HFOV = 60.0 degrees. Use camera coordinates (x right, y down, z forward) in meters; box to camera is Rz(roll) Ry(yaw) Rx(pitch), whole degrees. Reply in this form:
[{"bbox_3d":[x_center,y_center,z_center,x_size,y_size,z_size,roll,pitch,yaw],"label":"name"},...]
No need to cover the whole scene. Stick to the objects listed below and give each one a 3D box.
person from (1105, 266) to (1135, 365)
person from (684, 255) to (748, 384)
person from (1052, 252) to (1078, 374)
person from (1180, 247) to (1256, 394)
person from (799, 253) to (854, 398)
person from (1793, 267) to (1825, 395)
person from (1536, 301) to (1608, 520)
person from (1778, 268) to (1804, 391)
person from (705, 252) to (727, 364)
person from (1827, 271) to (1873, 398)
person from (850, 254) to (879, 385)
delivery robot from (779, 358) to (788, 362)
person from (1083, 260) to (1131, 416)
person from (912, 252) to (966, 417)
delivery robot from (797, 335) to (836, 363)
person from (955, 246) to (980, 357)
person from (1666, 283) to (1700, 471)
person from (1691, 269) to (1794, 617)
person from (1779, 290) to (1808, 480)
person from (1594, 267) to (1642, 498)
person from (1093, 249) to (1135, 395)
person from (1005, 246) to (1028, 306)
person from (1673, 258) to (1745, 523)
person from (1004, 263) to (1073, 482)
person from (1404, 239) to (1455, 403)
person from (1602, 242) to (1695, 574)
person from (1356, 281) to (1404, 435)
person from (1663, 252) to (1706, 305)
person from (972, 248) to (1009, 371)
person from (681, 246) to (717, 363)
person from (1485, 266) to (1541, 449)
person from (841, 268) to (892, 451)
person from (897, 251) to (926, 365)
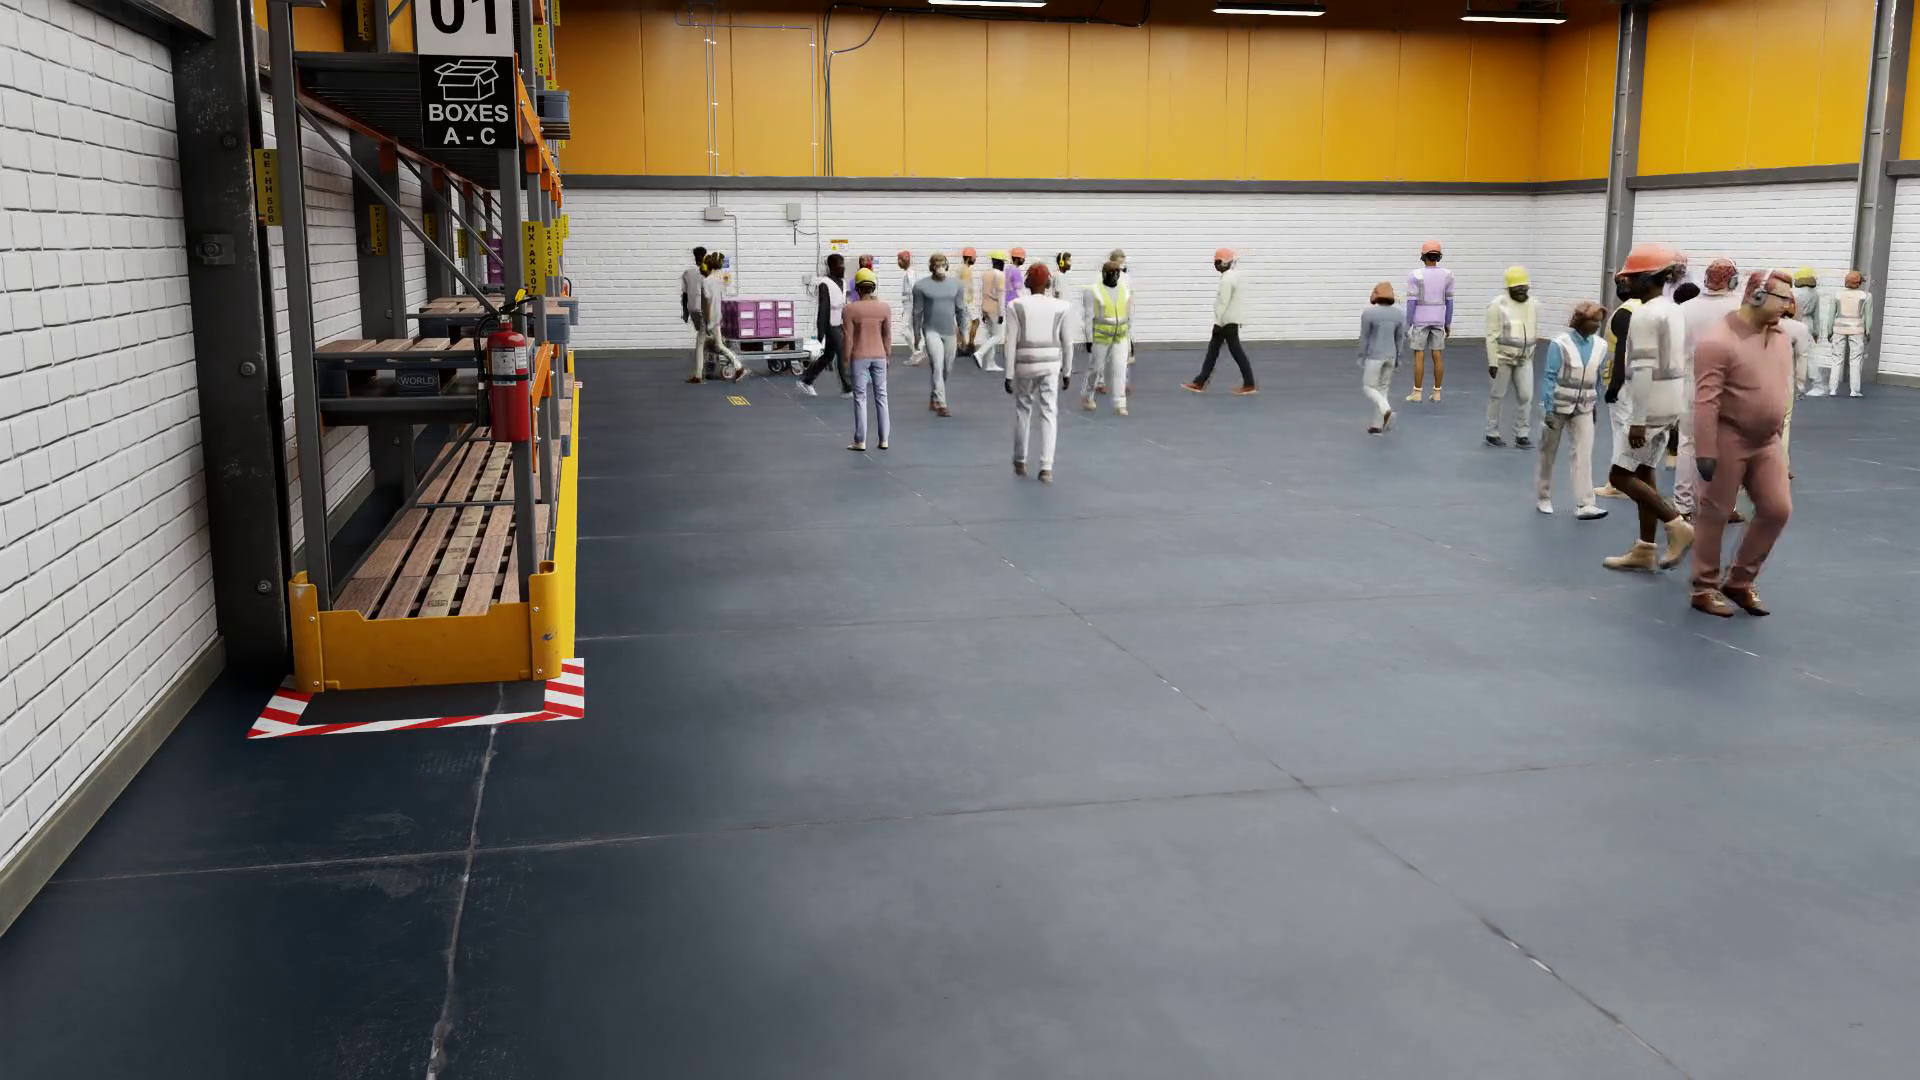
[{"bbox_3d":[2.510,-3.668,27.082,0.831,1.662,0.542,-1,10,-8],"label":"person"},{"bbox_3d":[-3.474,-3.116,23.565,0.901,1.831,0.531,3,11,18],"label":"person"},{"bbox_3d":[1.524,-3.449,25.314,0.505,1.860,0.539,3,11,16],"label":"person"},{"bbox_3d":[3.472,-2.882,21.959,1.017,1.939,0.641,1,10,8],"label":"person"},{"bbox_3d":[-1.691,-2.778,21.572,0.974,1.881,0.600,4,11,20],"label":"person"},{"bbox_3d":[11.131,-2.768,22.039,0.491,1.686,0.933,-7,12,-34],"label":"person"},{"bbox_3d":[4.483,-0.938,12.136,0.520,1.583,0.845,-1,10,-7],"label":"person"},{"bbox_3d":[8.678,-2.005,17.618,0.550,1.739,0.408,-1,10,-3],"label":"person"},{"bbox_3d":[-4.005,-3.762,27.120,0.701,1.831,0.699,9,13,40],"label":"person"},{"bbox_3d":[11.553,-2.670,21.614,0.523,1.638,0.311,8,13,37],"label":"person"},{"bbox_3d":[-1.334,-3.095,23.398,0.384,1.846,0.571,-9,13,-40],"label":"person"},{"bbox_3d":[-2.715,-2.982,26.087,0.477,0.478,0.707,9,14,42],"label":"delivery robot"},{"bbox_3d":[1.720,-2.387,19.595,0.628,1.814,0.904,-3,11,-18],"label":"person"},{"bbox_3d":[-0.257,-2.421,19.506,0.637,1.909,0.916,-3,11,-18],"label":"person"},{"bbox_3d":[-2.257,-2.929,25.794,0.707,0.478,0.477,-5,11,-24],"label":"delivery robot"},{"bbox_3d":[0.183,-4.143,28.991,0.647,1.915,0.558,-1,10,-8],"label":"person"},{"bbox_3d":[6.477,-1.469,14.915,0.549,1.647,0.868,8,13,36],"label":"person"},{"bbox_3d":[4.227,-0.505,8.944,0.696,1.879,0.547,-4,11,-19],"label":"person"},{"bbox_3d":[6.925,-1.323,14.162,0.504,1.632,0.269,9,13,40],"label":"person"},{"bbox_3d":[5.288,-1.252,13.211,0.430,1.838,0.619,9,13,40],"label":"person"},{"bbox_3d":[2.036,-2.836,21.770,0.640,1.908,0.764,-6,12,-31],"label":"person"},{"bbox_3d":[0.997,-4.017,28.287,0.457,1.922,0.585,-2,10,-11],"label":"person"},{"bbox_3d":[5.450,-1.072,12.019,0.641,1.909,0.409,9,14,41],"label":"person"},{"bbox_3d":[0.666,-1.451,14.315,0.608,1.831,0.964,-1,10,-5],"label":"person"},{"bbox_3d":[5.855,-2.730,20.826,0.615,2.043,0.373,-1,10,-8],"label":"person"},{"bbox_3d":[4.194,-0.774,10.046,0.567,2.021,0.636,8,13,39],"label":"person"},{"bbox_3d":[4.392,-1.872,17.254,0.507,1.611,0.538,-3,11,-18],"label":"person"},{"bbox_3d":[7.701,-2.154,18.014,0.403,1.906,0.652,-6,12,-29],"label":"person"},{"bbox_3d":[0.464,-3.545,25.711,0.625,1.912,0.602,-6,12,-28],"label":"person"},{"bbox_3d":[-3.943,-3.557,25.697,0.639,1.928,0.697,6,12,30],"label":"person"},{"bbox_3d":[5.369,-1.764,16.175,0.611,1.786,0.724,-2,10,-13],"label":"person"},{"bbox_3d":[-0.910,-1.745,16.131,0.523,1.769,0.322,-5,11,-25],"label":"person"},{"bbox_3d":[-0.818,-3.777,27.121,0.413,1.862,0.614,0,10,1],"label":"person"}]
